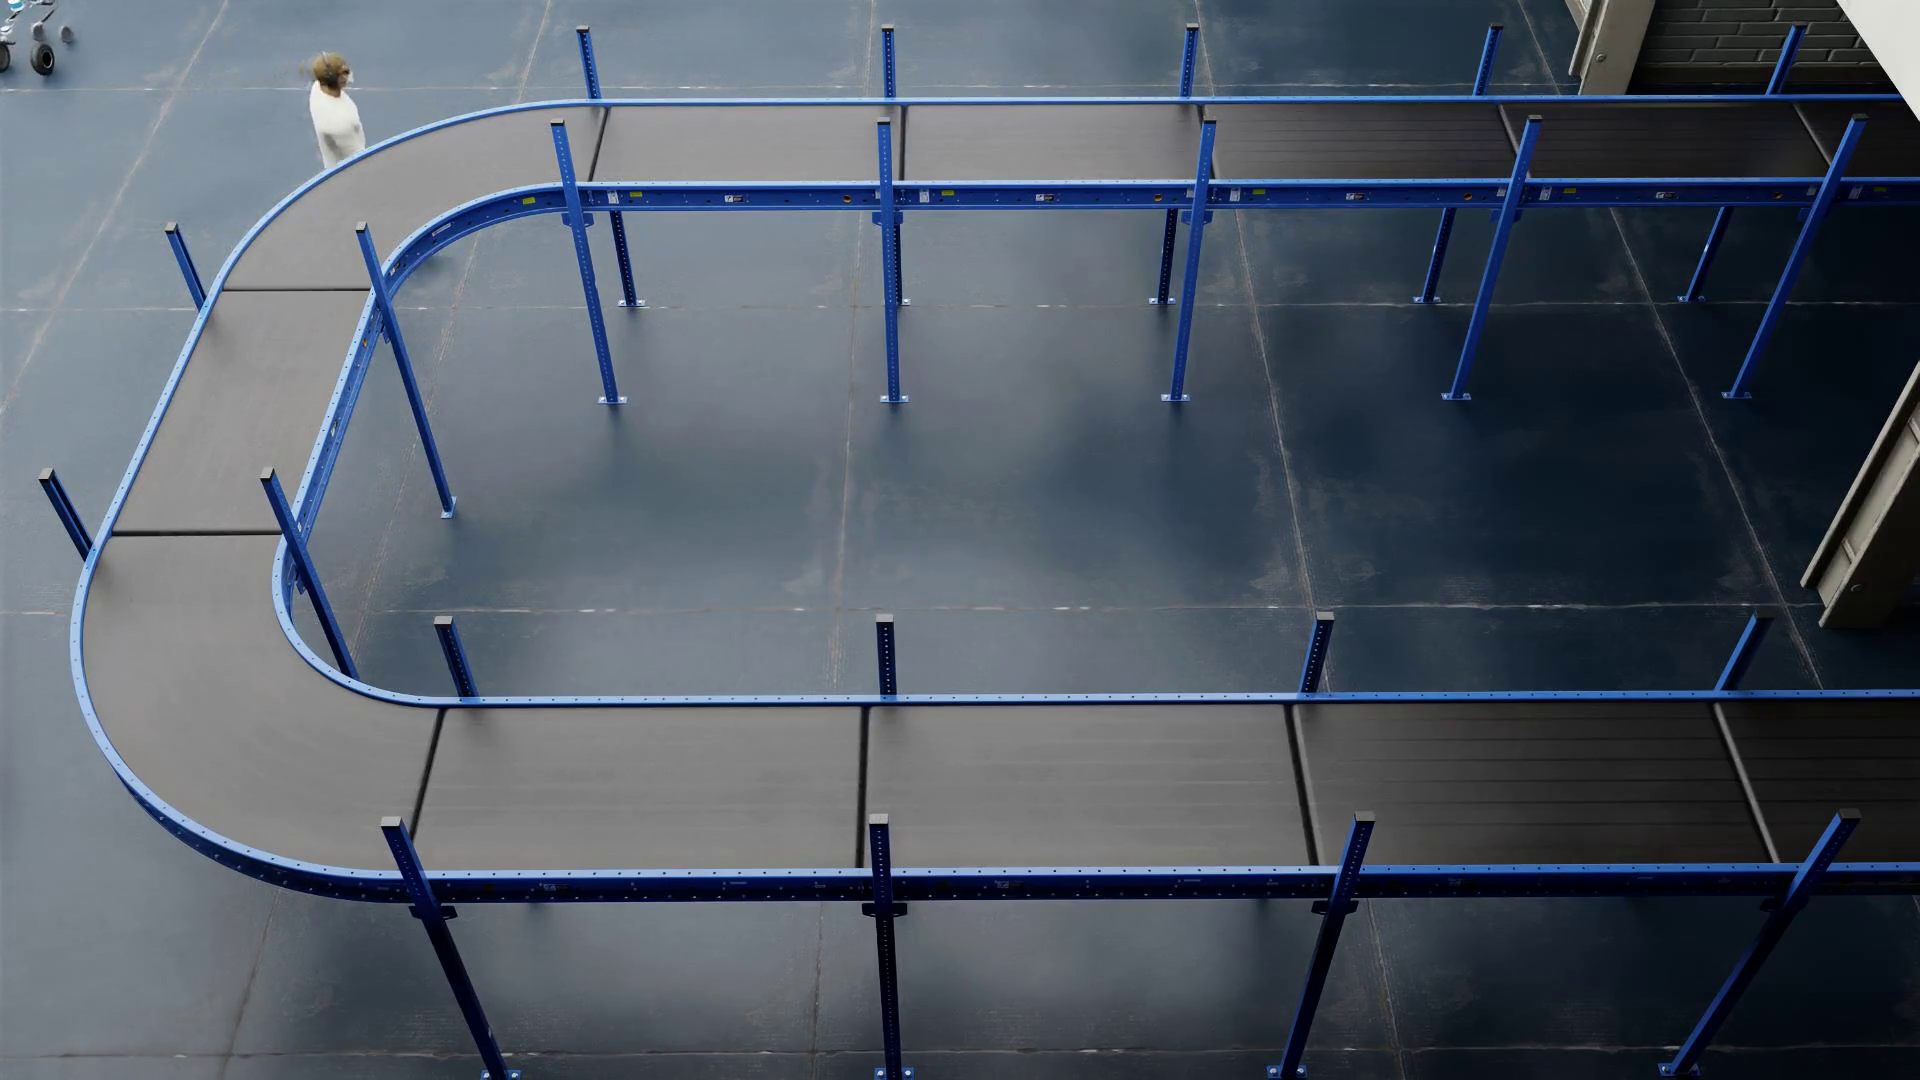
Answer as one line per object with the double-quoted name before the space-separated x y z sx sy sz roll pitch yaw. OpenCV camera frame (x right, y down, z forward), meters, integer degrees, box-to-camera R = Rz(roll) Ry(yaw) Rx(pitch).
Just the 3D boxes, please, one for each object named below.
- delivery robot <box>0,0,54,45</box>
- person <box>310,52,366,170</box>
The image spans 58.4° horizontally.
"delivery robot" -8.196 -4.600 14.969 0.335 0.223 0.698 5 47 5
"person" -4.298 -2.698 12.501 0.995 1.890 0.656 -15 49 -14
